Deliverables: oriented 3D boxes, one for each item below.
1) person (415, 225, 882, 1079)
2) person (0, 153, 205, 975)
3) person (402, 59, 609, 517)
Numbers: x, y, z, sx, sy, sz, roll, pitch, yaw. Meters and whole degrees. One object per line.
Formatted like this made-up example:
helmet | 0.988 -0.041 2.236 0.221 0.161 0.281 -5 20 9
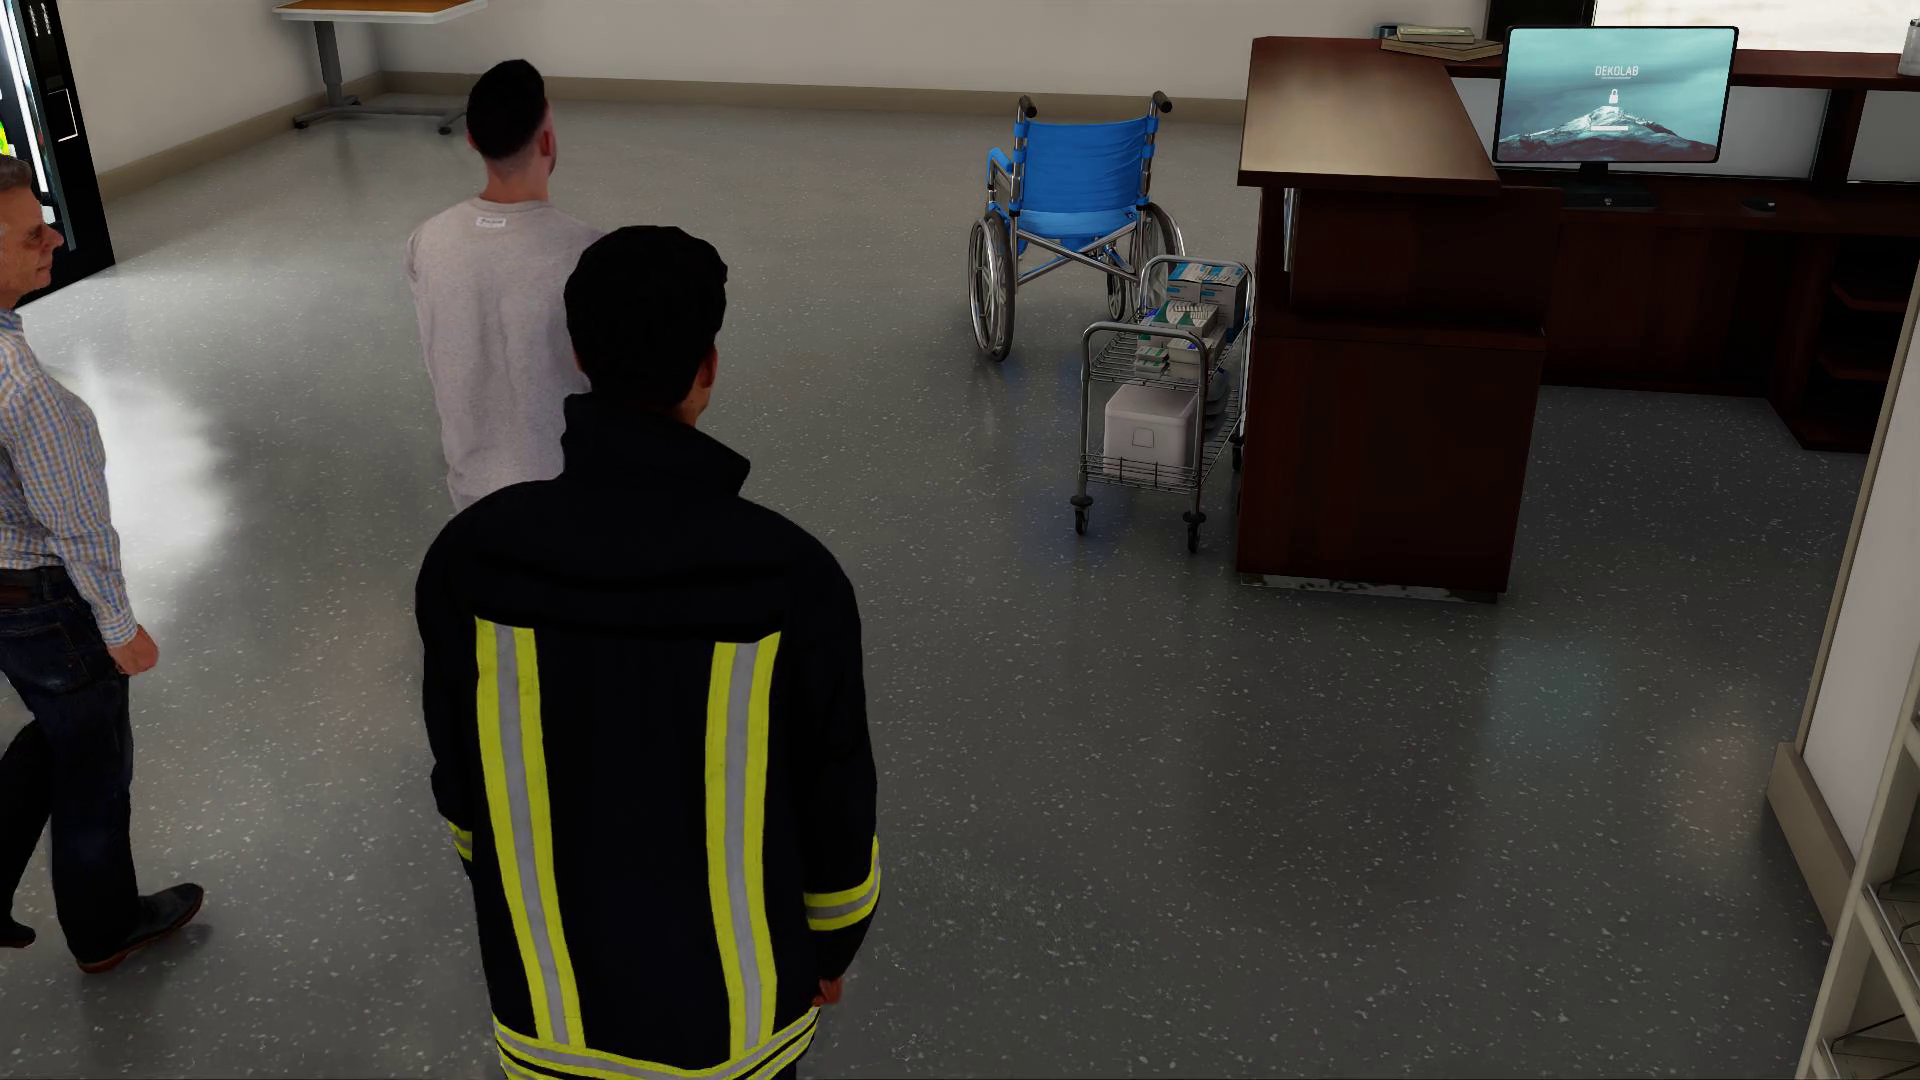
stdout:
person | -0.430 0.550 2.242 0.890 1.906 1.145 1 26 1
person | -1.846 0.161 3.185 0.820 1.788 0.906 14 29 27
person | -0.968 -0.088 3.675 0.703 1.810 0.968 3 26 6
